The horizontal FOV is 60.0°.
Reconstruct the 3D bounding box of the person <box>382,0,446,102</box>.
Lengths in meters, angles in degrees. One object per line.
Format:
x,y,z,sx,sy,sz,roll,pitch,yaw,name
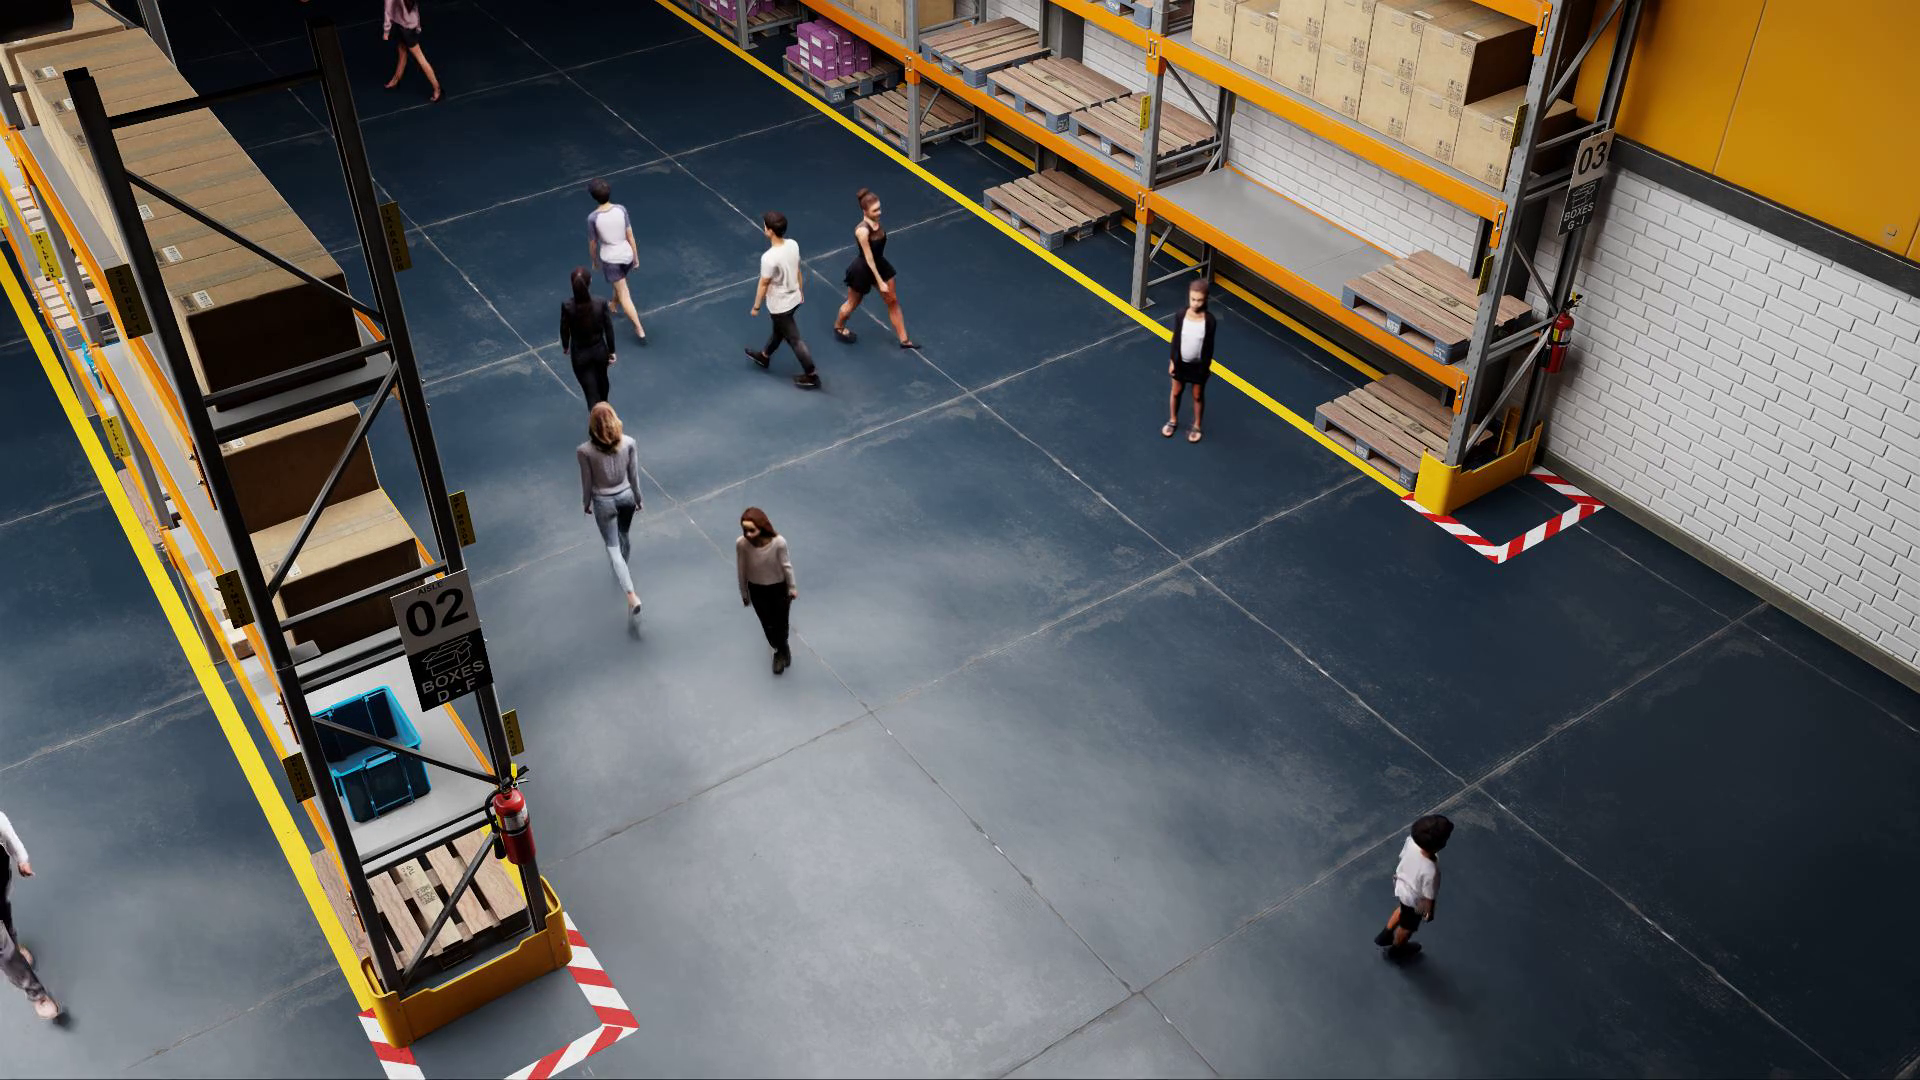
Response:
-6.489,-6.049,19.804,1.107,1.774,1.061,5,39,7,person

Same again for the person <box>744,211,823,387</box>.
-1.524,-2.123,14.965,1.183,1.678,0.982,17,42,20,person

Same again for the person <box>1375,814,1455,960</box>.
2.686,2.109,10.007,0.636,1.253,0.545,-10,40,-12,person

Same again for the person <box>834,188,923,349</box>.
-0.922,-2.487,15.463,1.203,1.626,0.906,17,42,20,person

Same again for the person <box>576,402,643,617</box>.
-2.592,-0.219,12.507,0.787,1.771,1.144,-13,41,-16,person

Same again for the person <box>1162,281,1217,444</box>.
2.002,-1.562,14.364,0.606,1.553,0.682,14,41,17,person

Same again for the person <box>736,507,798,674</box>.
-1.393,0.310,12.084,0.650,1.473,0.677,-2,39,-3,person

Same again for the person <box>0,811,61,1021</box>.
-5.834,1.887,9.762,1.218,1.905,0.917,25,45,28,person

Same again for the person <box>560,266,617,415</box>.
-3.146,-1.507,14.204,0.740,1.666,1.112,-14,41,-17,person

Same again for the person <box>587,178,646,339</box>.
-3.201,-2.620,15.733,0.590,1.496,1.093,-23,44,-26,person
